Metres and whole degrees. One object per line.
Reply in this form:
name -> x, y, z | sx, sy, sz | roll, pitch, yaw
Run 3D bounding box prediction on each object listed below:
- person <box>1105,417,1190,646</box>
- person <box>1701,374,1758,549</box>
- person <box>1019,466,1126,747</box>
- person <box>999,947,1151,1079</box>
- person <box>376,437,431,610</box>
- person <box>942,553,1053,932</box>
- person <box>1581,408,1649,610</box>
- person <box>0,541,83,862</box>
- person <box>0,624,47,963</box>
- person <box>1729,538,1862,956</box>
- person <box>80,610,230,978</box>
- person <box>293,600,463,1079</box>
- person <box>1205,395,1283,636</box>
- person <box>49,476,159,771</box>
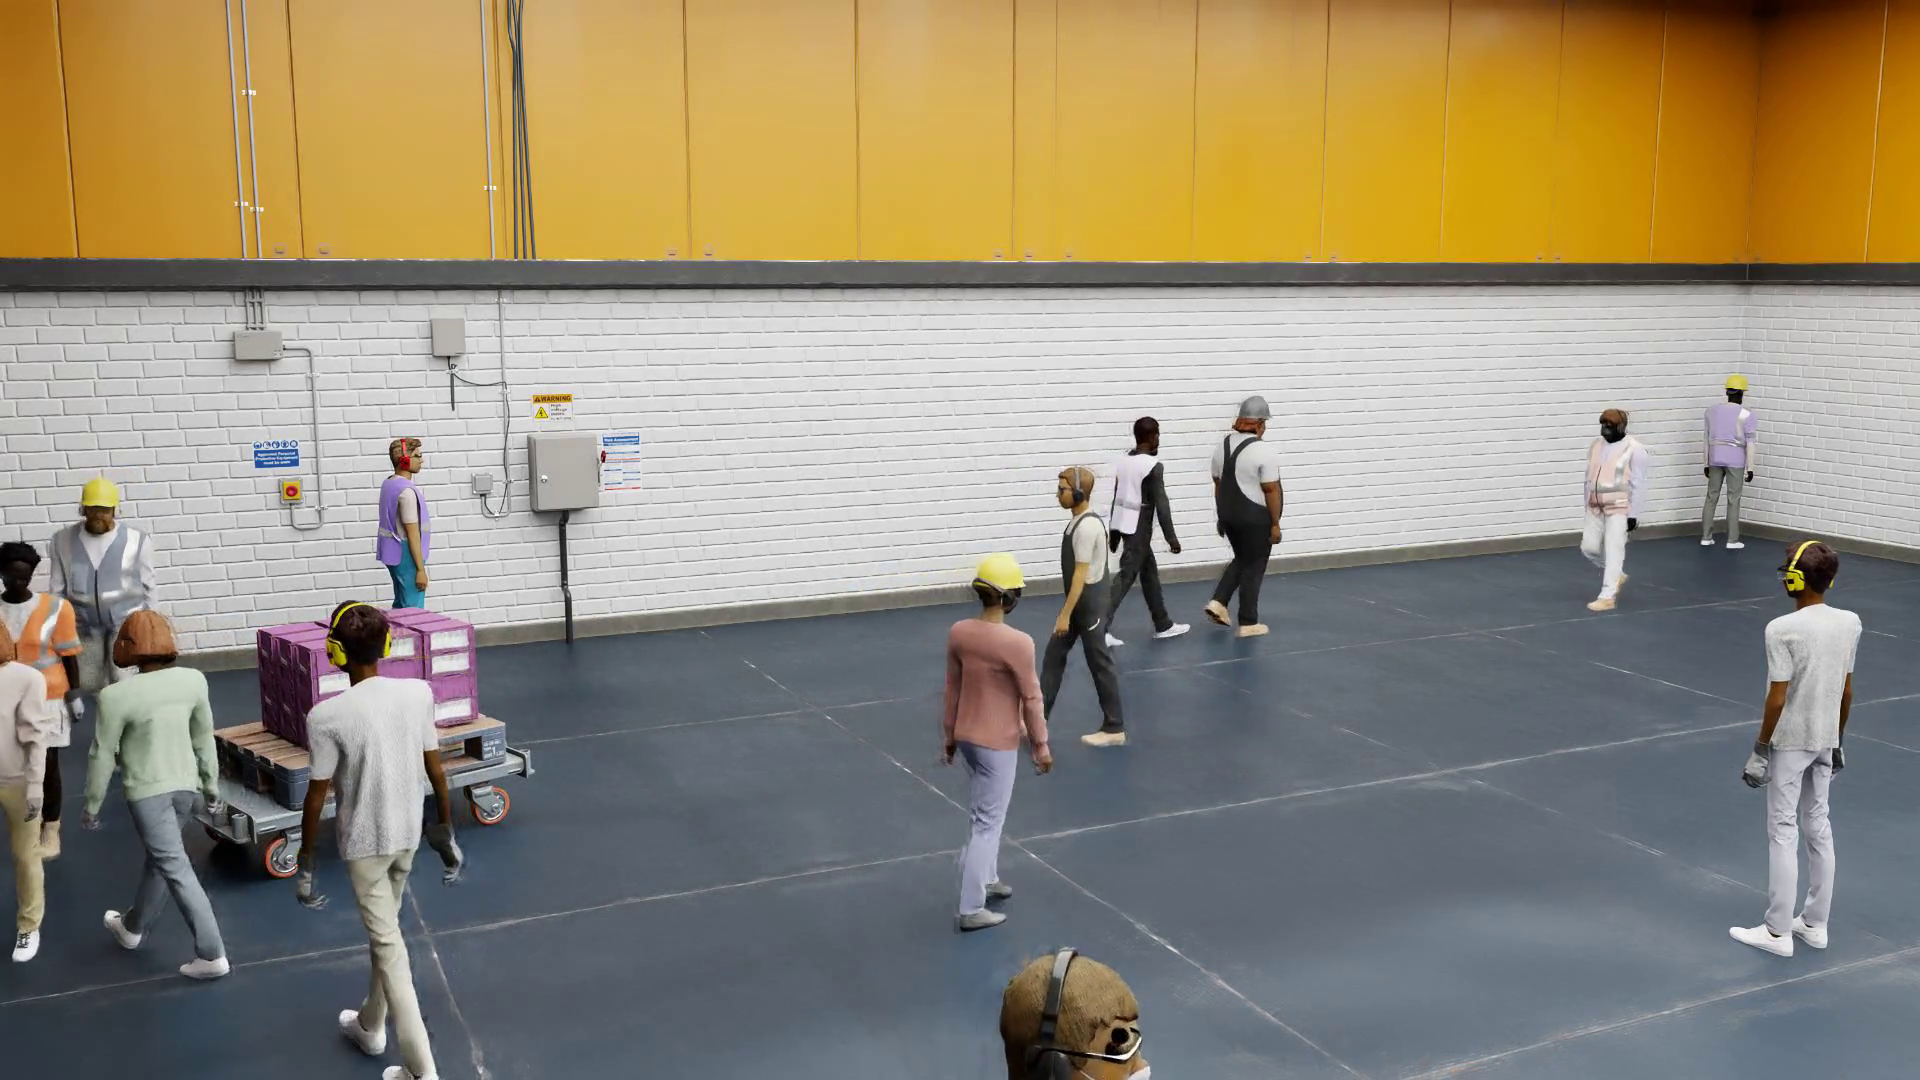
person -> 1.457, -0.069, 13.548 | 0.993, 1.869, 0.597 | -3, 10, -19
person -> 8.462, -0.860, 18.302 | 0.405, 1.918, 0.581 | -8, 12, -40
person -> 0.661, 0.439, 10.566 | 0.892, 1.808, 0.516 | -1, 9, -7
person -> 0.115, 1.622, 2.857 | 0.484, 1.925, 0.652 | 3, 10, 19
person -> -4.016, 0.178, 12.066 | 0.389, 1.847, 0.567 | -6, 11, -34
person -> 0.193, 0.928, 7.738 | 0.625, 1.747, 0.529 | -7, 12, -37
person -> 5.888, -0.282, 14.981 | 0.521, 1.826, 0.637 | -5, 10, -28
person -> -4.868, 0.806, 8.680 | 0.547, 1.680, 0.544 | -4, 10, -21
person -> -4.154, 1.092, 7.108 | 0.496, 1.602, 0.692 | -2, 9, -12
person -> 3.728, 0.917, 7.409 | 0.508, 1.873, 0.329 | -3, 10, -20
person -> -3.506, 1.090, 7.196 | 0.850, 1.577, 0.521 | 4, 10, 26
person -> -2.240, 1.125, 6.194 | 0.859, 1.839, 0.566 | 7, 11, 35
person -> 2.441, -0.210, 13.872 | 0.539, 2.000, 0.687 | -5, 10, -29
person -> -5.266, 0.484, 10.279 | 0.595, 1.811, 0.714 | -3, 10, -16
